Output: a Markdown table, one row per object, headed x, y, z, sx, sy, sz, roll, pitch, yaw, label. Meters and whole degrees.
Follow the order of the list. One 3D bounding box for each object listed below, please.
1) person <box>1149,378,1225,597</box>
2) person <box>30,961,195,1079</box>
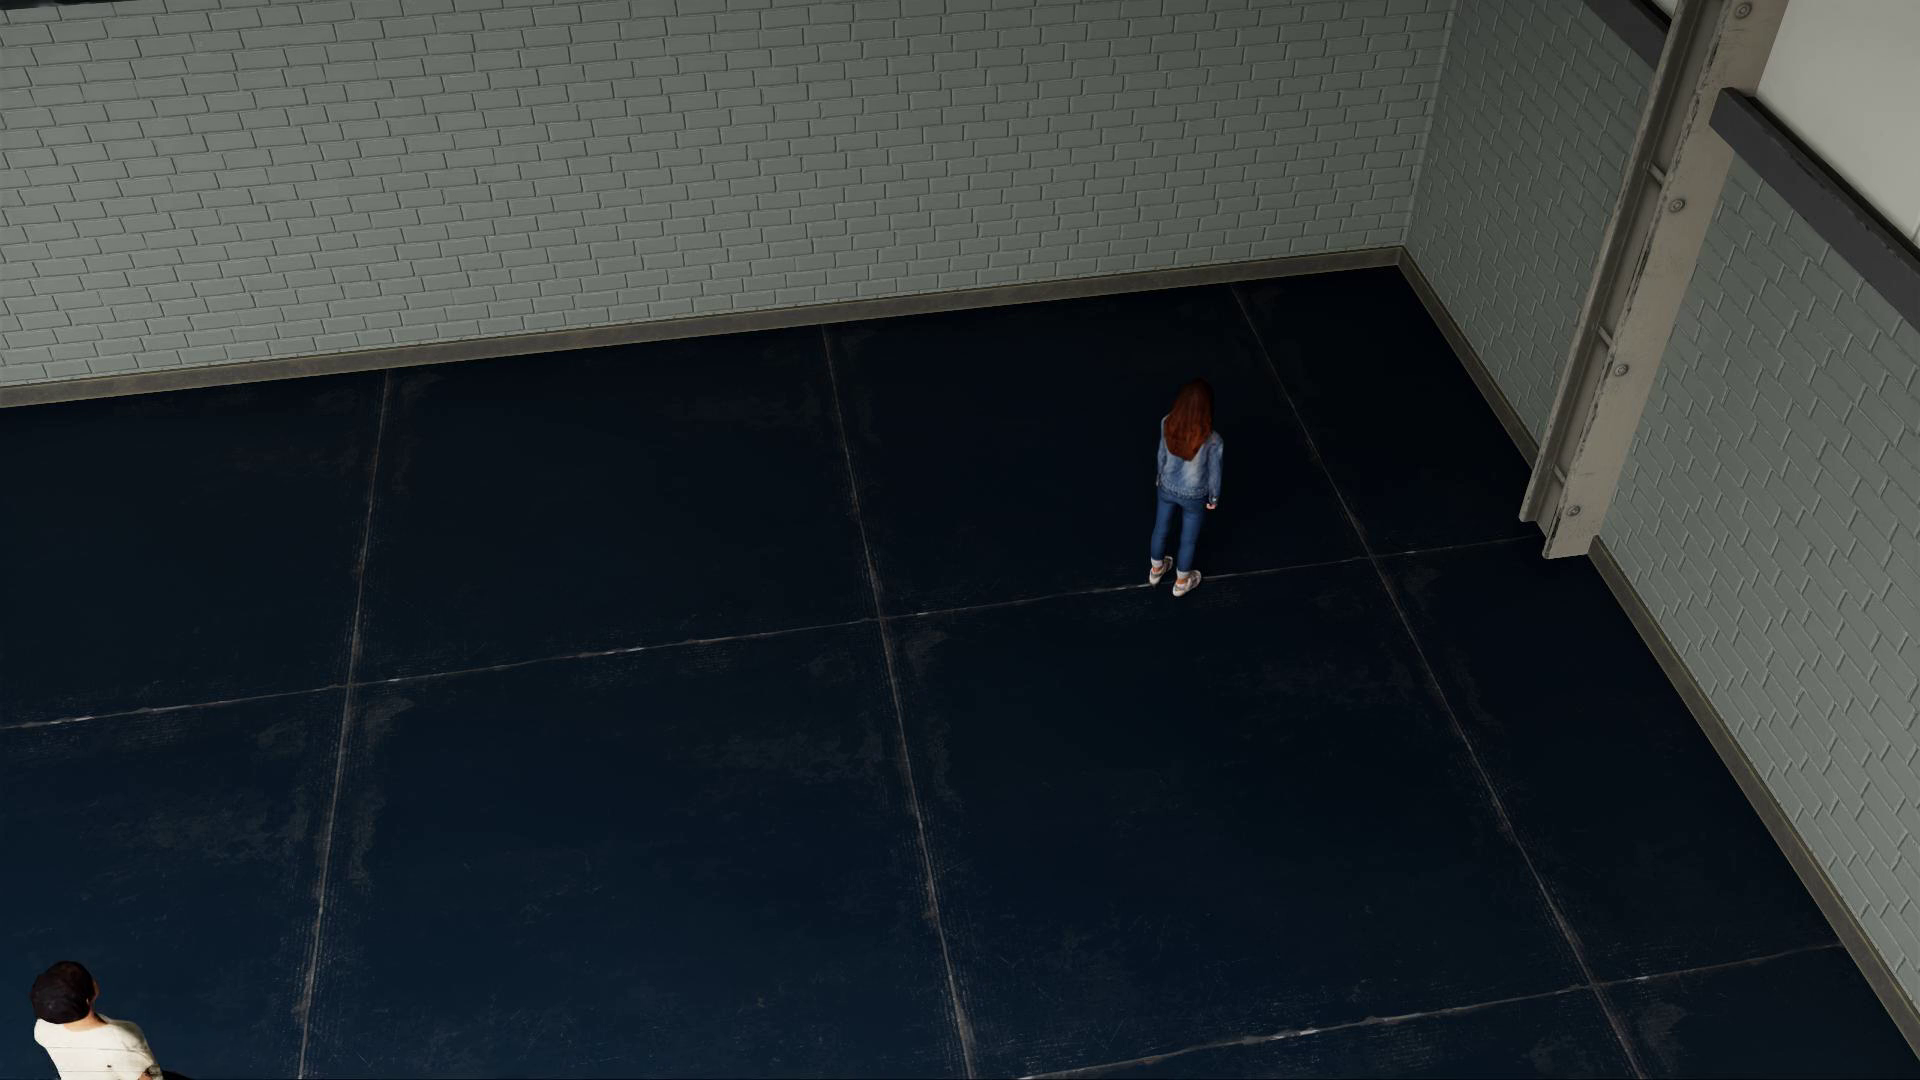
| x | y | z | sx | sy | sz | roll | pitch | yaw | label |
| --- | --- | --- | --- | --- | --- | --- | --- | --- | --- |
| 1.258 | -0.293 | 9.399 | 0.619 | 1.475 | 0.672 | 24 | 48 | 23 | person |
| -3.341 | 2.254 | 6.597 | 0.671 | 1.576 | 0.670 | 6 | 43 | 6 | person |
